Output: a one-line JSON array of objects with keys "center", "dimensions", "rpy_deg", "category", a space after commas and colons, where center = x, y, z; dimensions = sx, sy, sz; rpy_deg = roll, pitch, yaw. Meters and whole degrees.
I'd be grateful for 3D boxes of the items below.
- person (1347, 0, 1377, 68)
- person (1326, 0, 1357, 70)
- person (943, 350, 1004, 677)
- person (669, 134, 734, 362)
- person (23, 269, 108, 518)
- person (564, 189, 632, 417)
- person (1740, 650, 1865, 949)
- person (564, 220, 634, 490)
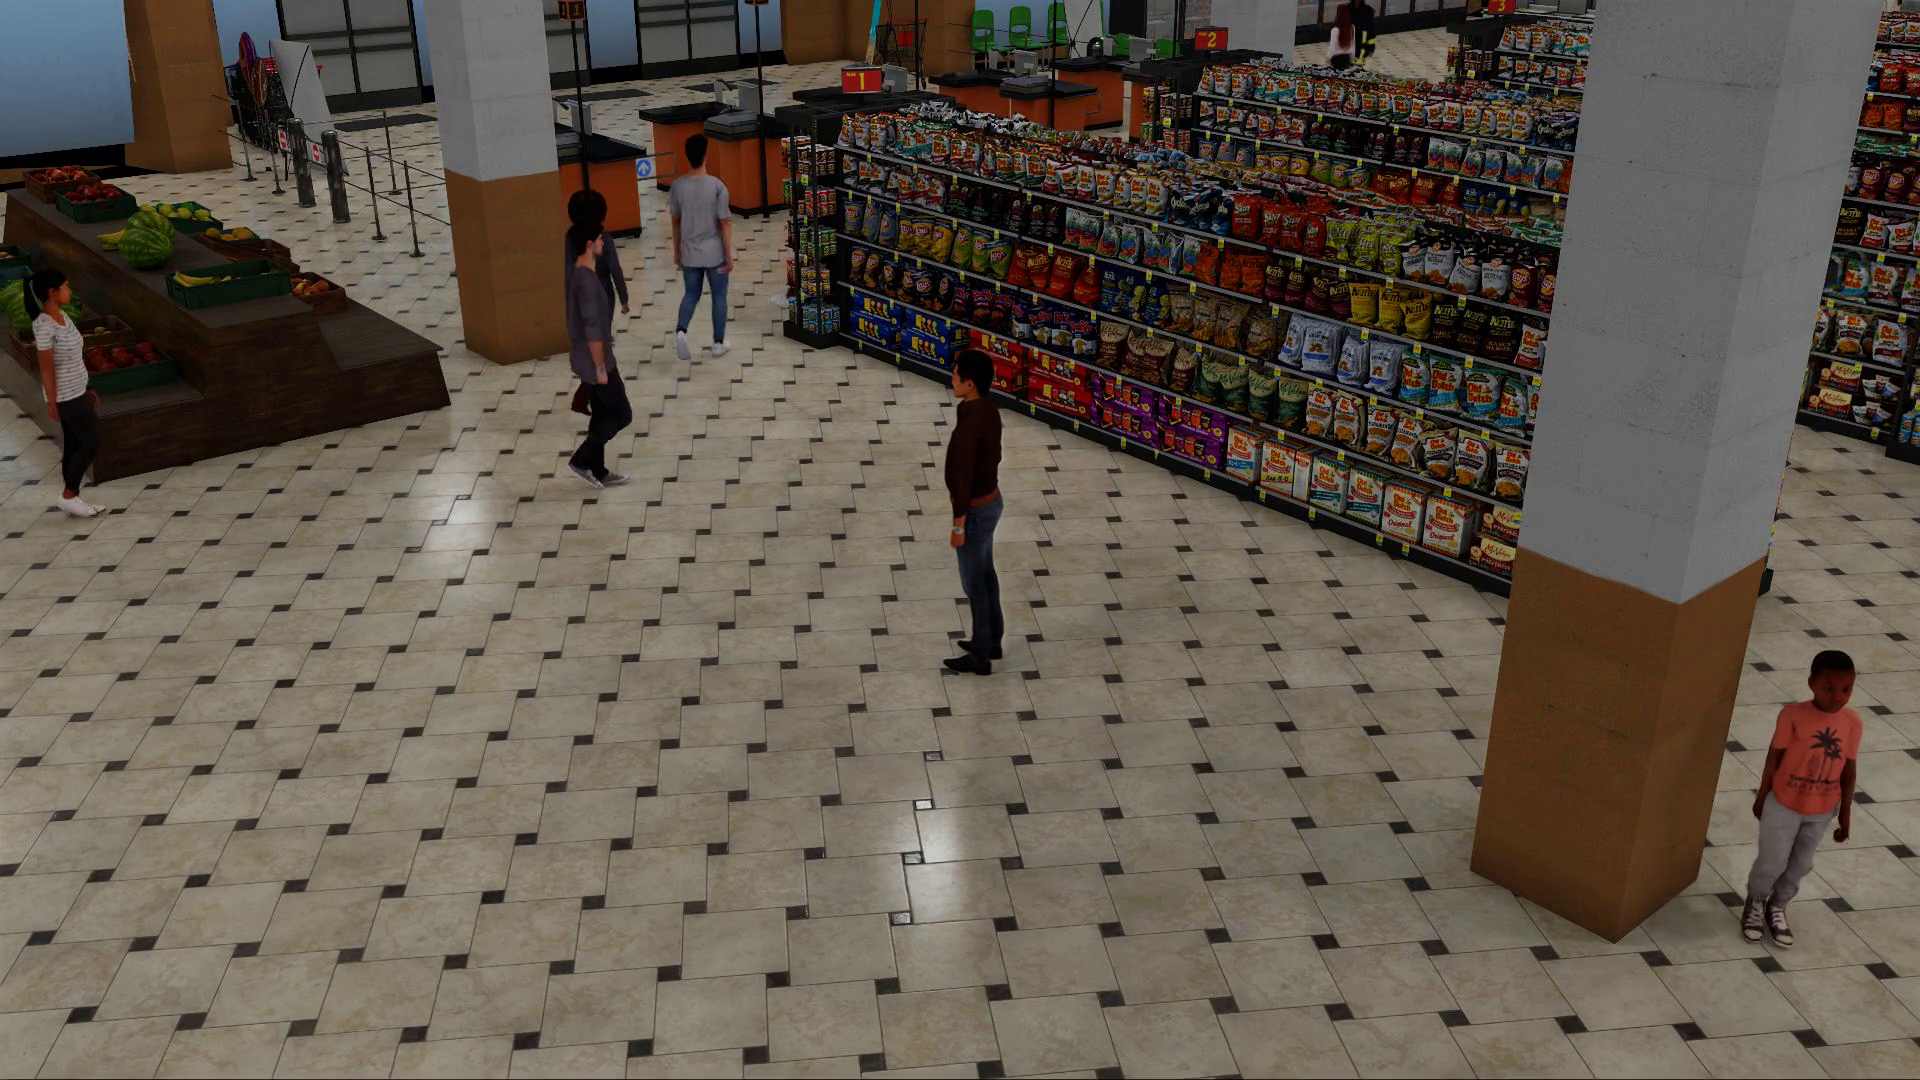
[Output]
[{"center": [6.177, -7.759, 26.100], "dimensions": [1.012, 1.844, 1.071], "rpy_deg": [2, 24, 5], "category": "person"}, {"center": [5.574, -6.847, 24.131], "dimensions": [0.644, 1.751, 0.617], "rpy_deg": [-14, 27, -29], "category": "person"}, {"center": [0.098, -0.138, 8.766], "dimensions": [0.725, 1.778, 0.702], "rpy_deg": [5, 24, 12], "category": "person"}, {"center": [-2.153, -2.375, 13.764], "dimensions": [1.081, 1.870, 1.100], "rpy_deg": [5, 24, 10], "category": "person"}, {"center": [-5.853, -0.923, 10.757], "dimensions": [0.758, 1.621, 0.650], "rpy_deg": [-3, 24, -8], "category": "person"}, {"center": [-2.804, -1.751, 12.586], "dimensions": [1.113, 1.671, 1.044], "rpy_deg": [8, 25, 17], "category": "person"}, {"center": [3.388, 1.012, 6.731], "dimensions": [0.566, 1.302, 0.634], "rpy_deg": [5, 24, 10], "category": "person"}, {"center": [-2.531, -1.194, 11.110], "dimensions": [0.864, 1.833, 0.753], "rpy_deg": [-9, 25, -19], "category": "person"}]
